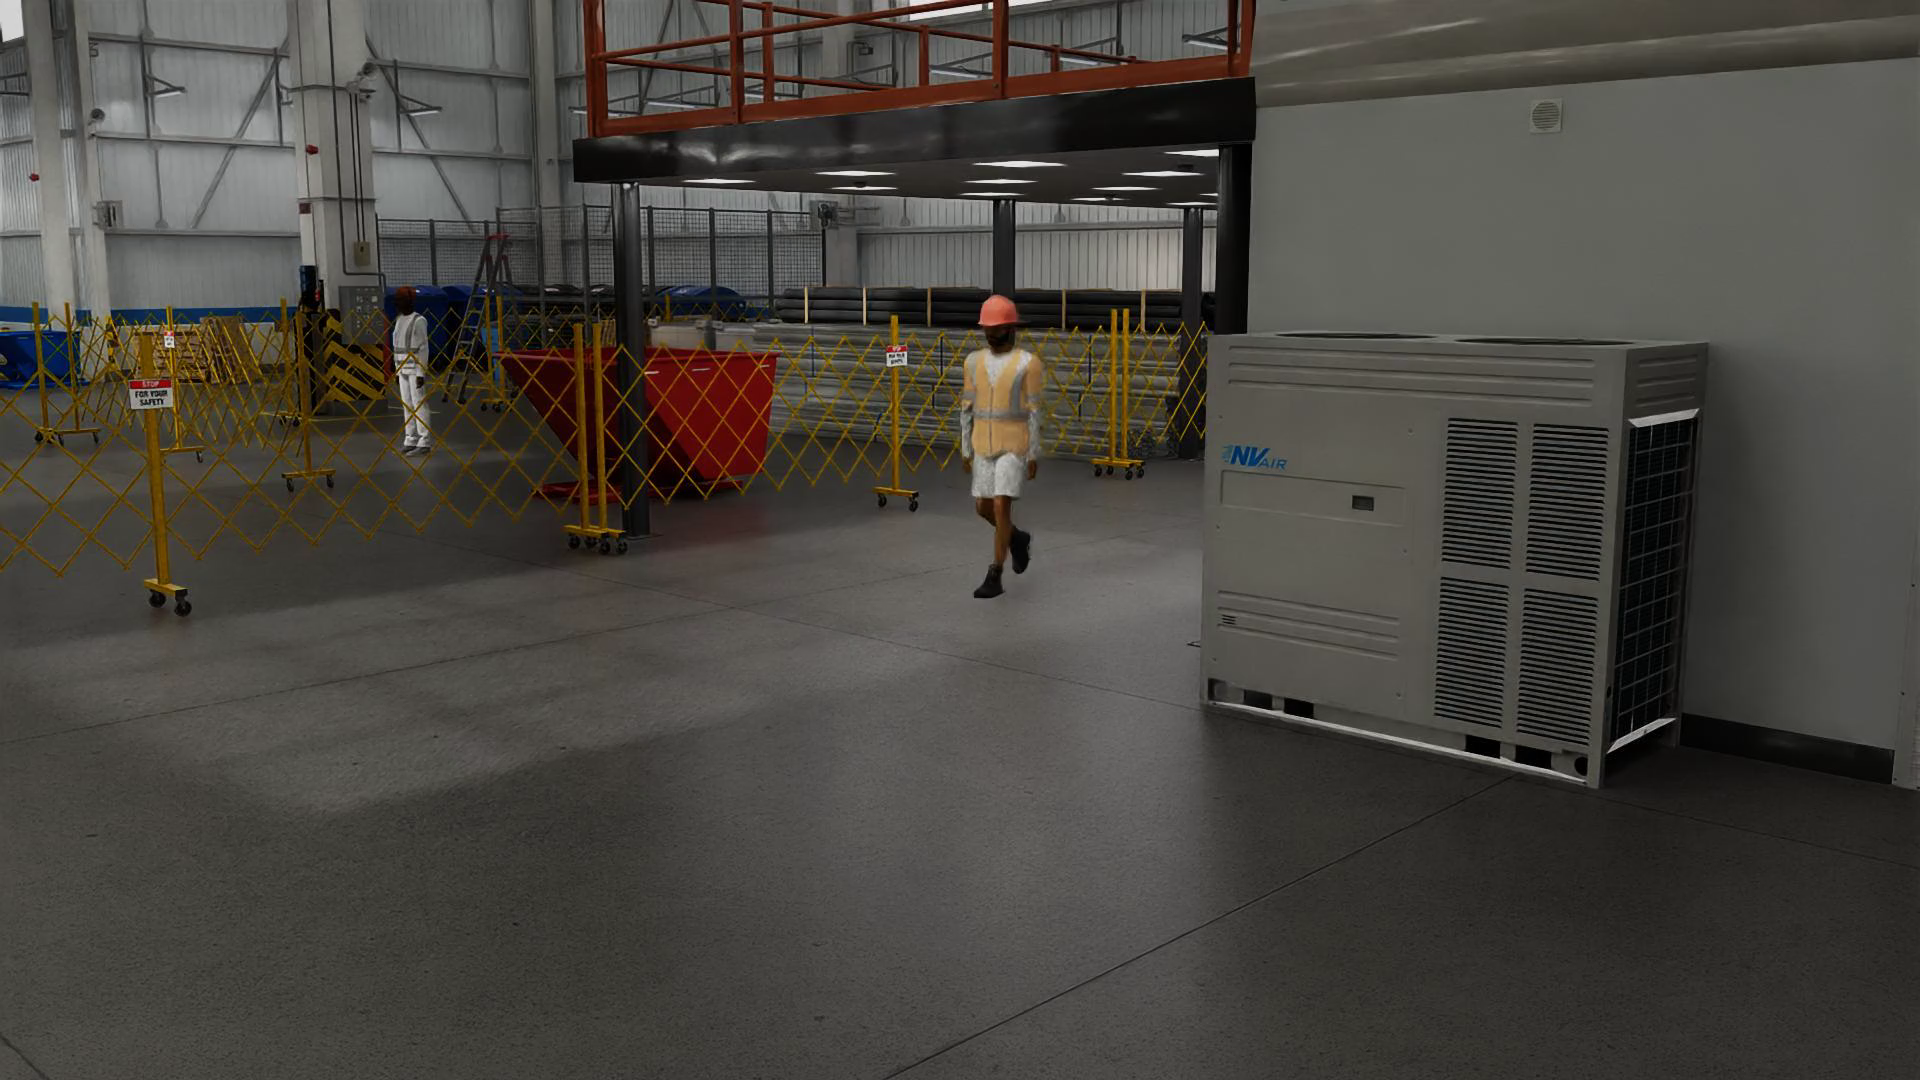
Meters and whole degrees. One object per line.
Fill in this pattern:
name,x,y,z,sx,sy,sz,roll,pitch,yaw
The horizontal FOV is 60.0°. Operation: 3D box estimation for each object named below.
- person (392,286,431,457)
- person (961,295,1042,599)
person,-6.080,-1.858,18.392,0.574,1.883,0.355,9,13,43
person,0.283,-0.614,10.670,0.555,1.916,0.777,5,10,28
